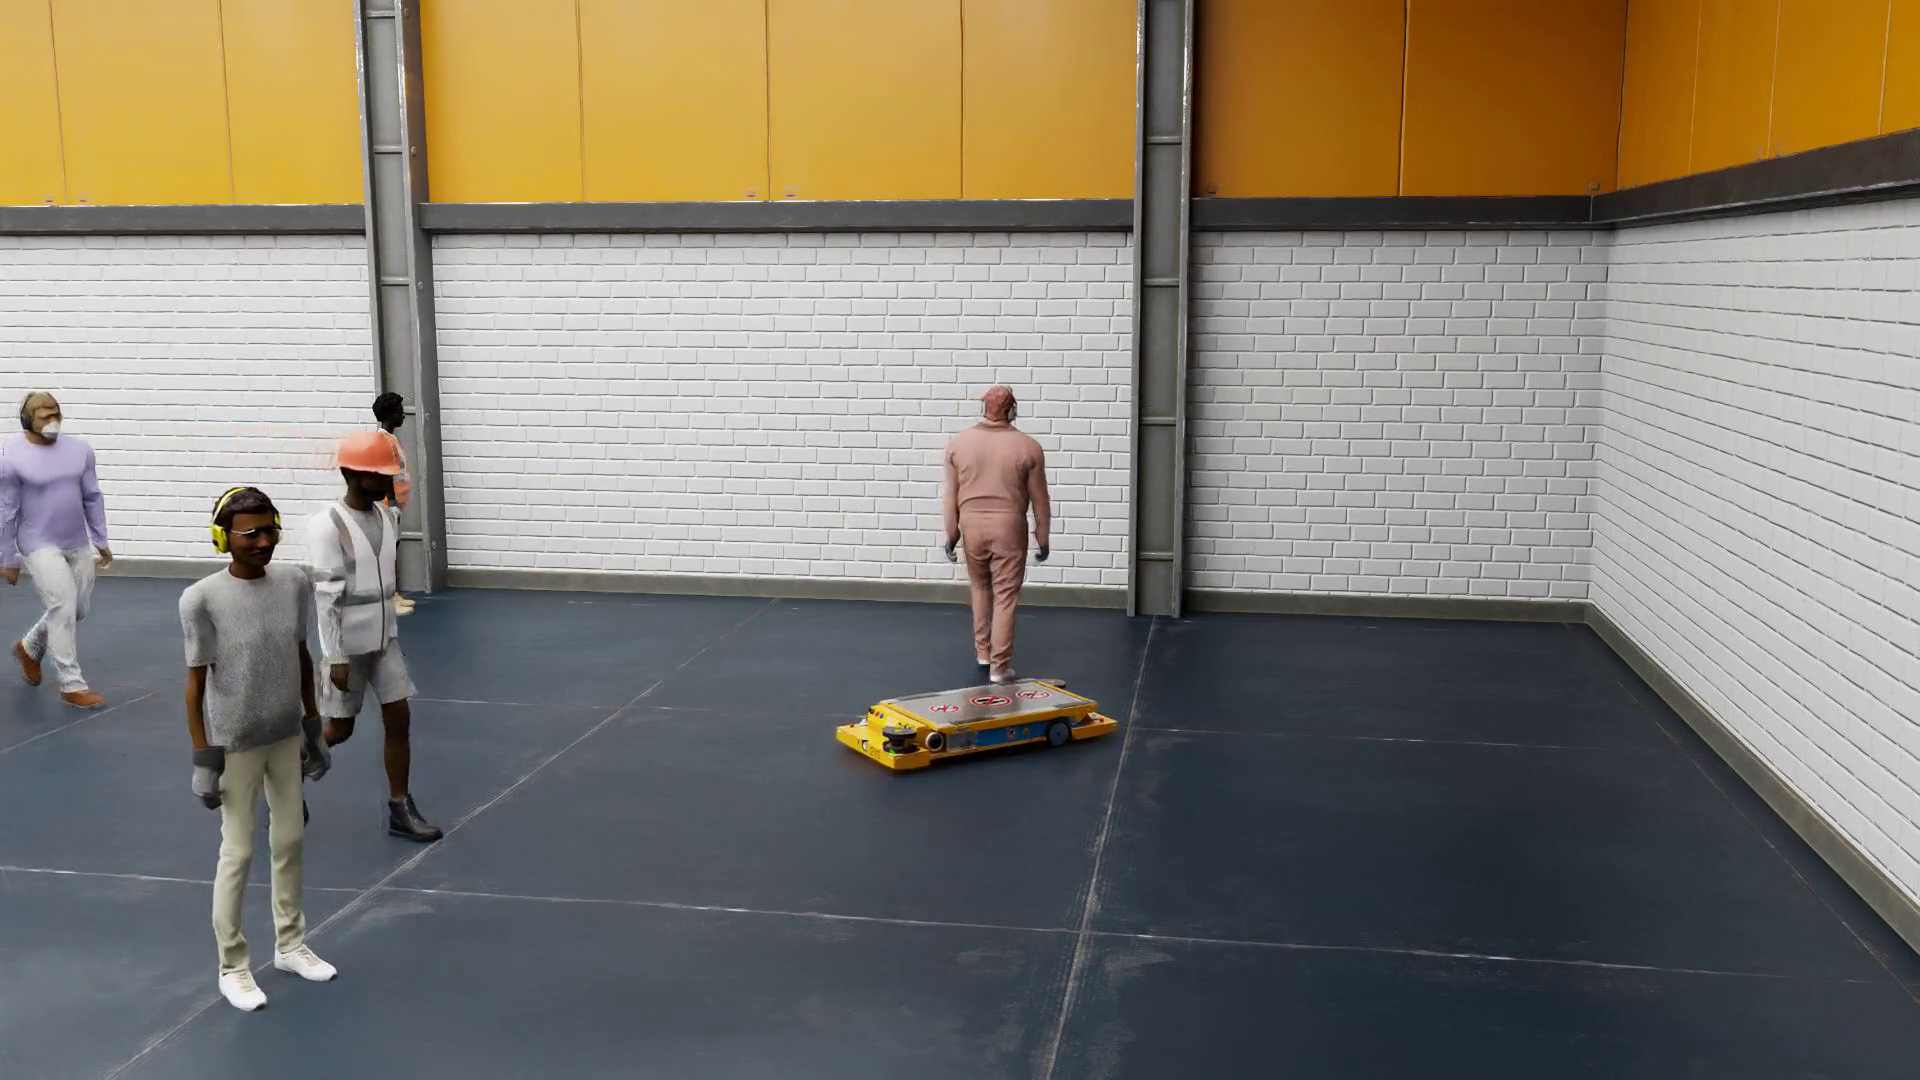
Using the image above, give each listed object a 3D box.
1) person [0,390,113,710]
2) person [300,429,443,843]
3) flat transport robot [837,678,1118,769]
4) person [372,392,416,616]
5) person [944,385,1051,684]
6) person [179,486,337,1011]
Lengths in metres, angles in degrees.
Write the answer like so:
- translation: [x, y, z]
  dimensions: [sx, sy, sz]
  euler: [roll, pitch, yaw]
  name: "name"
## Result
- translation: [-5.495, 0.045, 9.985]
  dimensions: [0.840, 1.911, 0.634]
  euler: [4, 10, 23]
  name: "person"
- translation: [-2.801, 0.435, 7.593]
  dimensions: [0.821, 1.908, 0.541]
  euler: [4, 10, 24]
  name: "person"
- translation: [0.103, 0.992, 9.168]
  dimensions: [1.431, 0.197, 0.652]
  euler: [-5, 11, -31]
  name: "flat transport robot"
- translation: [-4.321, -0.273, 12.616]
  dimensions: [0.320, 1.694, 0.532]
  euler: [-2, 10, -15]
  name: "person"
- translation: [0.269, -0.050, 10.643]
  dimensions: [0.667, 1.881, 0.730]
  euler: [3, 10, 17]
  name: "person"
- translation: [-2.500, 0.725, 5.945]
  dimensions: [0.319, 1.863, 0.524]
  euler: [6, 11, 32]
  name: "person"
